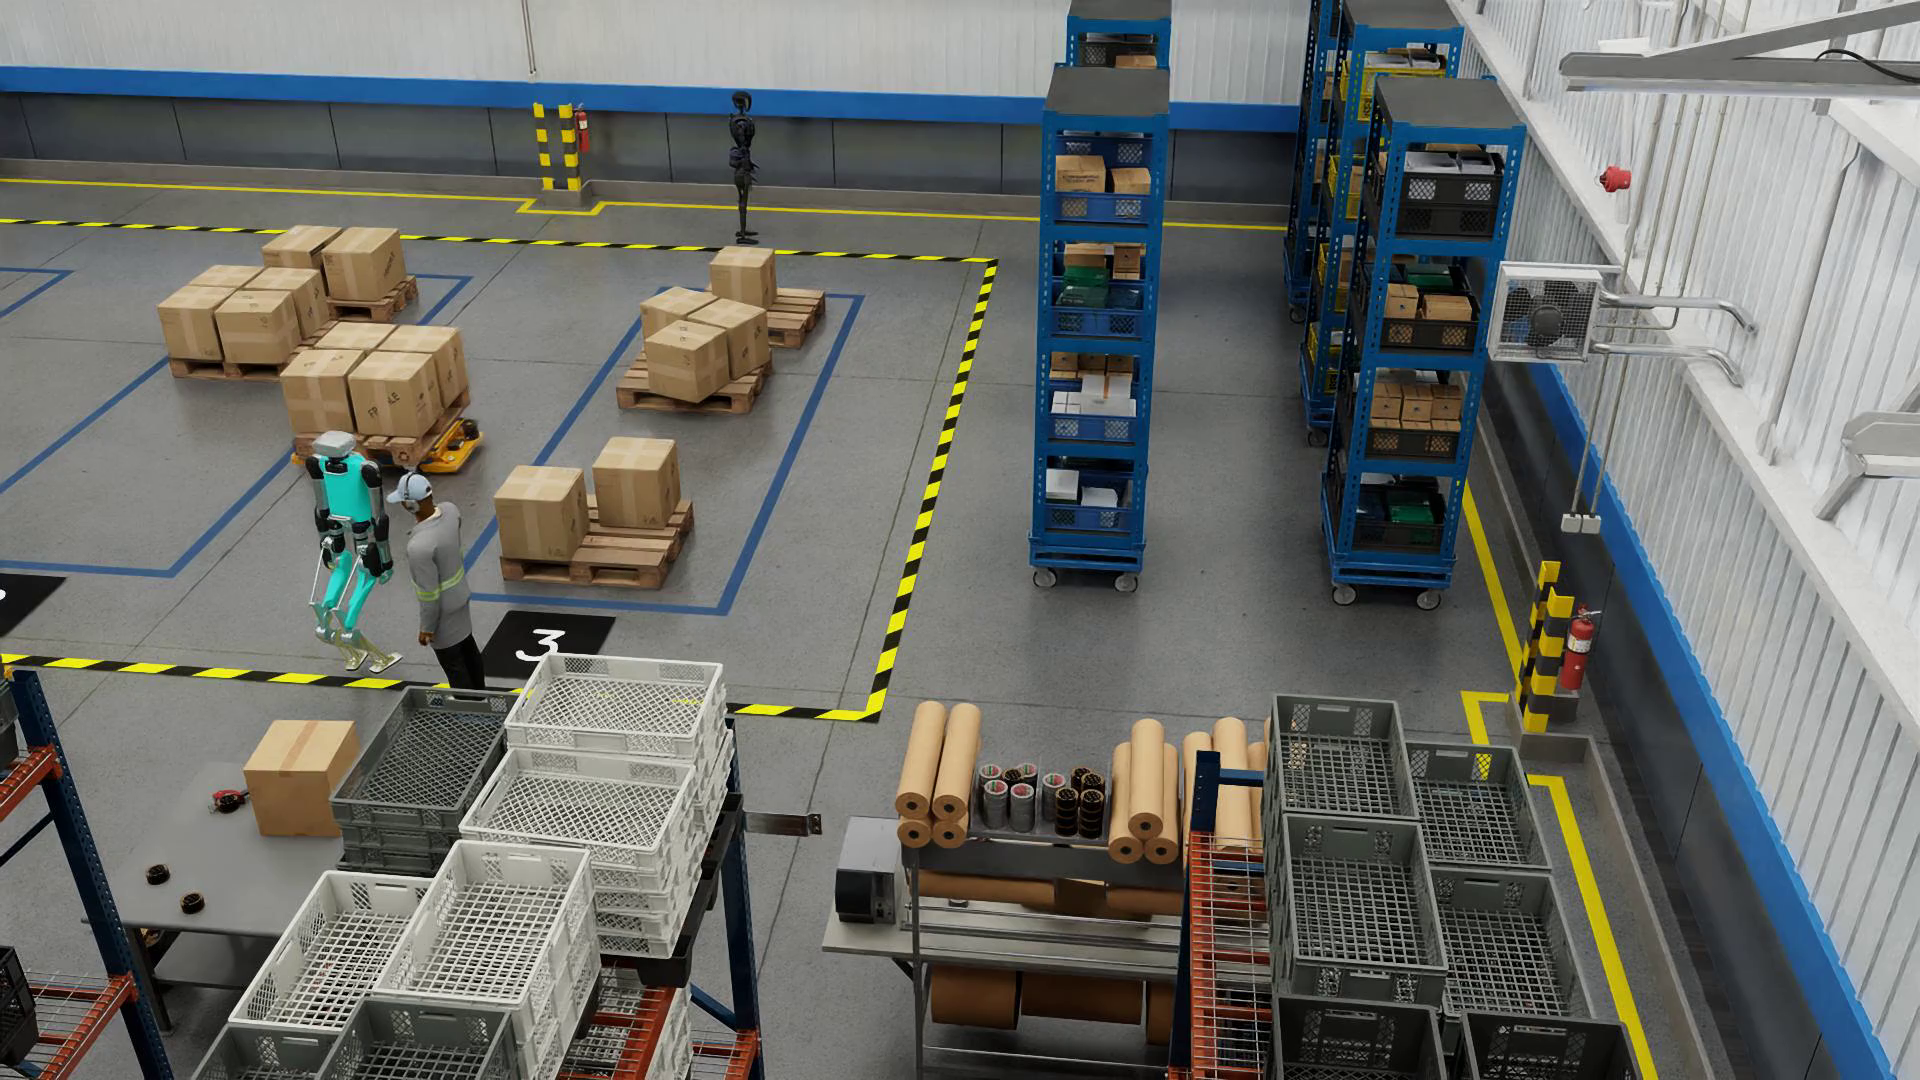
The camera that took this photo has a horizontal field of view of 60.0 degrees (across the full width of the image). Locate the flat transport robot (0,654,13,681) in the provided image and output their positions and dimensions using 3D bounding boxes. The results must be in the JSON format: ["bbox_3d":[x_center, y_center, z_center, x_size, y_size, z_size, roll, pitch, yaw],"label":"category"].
[{"bbox_3d":[-7.142,0.969,11.010,1.431,0.231,0.659,3,30,6],"label":"flat transport robot"}]

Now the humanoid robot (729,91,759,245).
[{"bbox_3d":[-2.378,-4.123,18.342,0.315,1.655,0.599,-2,30,-4],"label":"humanoid robot"}]

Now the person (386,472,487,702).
[{"bbox_3d":[-3.271,0.396,10.425,0.397,1.847,0.587,3,30,5],"label":"person"}]

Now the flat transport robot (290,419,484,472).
[{"bbox_3d":[-4.849,-0.838,14.084,1.431,0.197,0.652,3,30,6],"label":"flat transport robot"}]

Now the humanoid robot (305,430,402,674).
[{"bbox_3d":[-4.035,0.162,10.806,0.533,1.673,0.735,9,31,15],"label":"humanoid robot"}]
